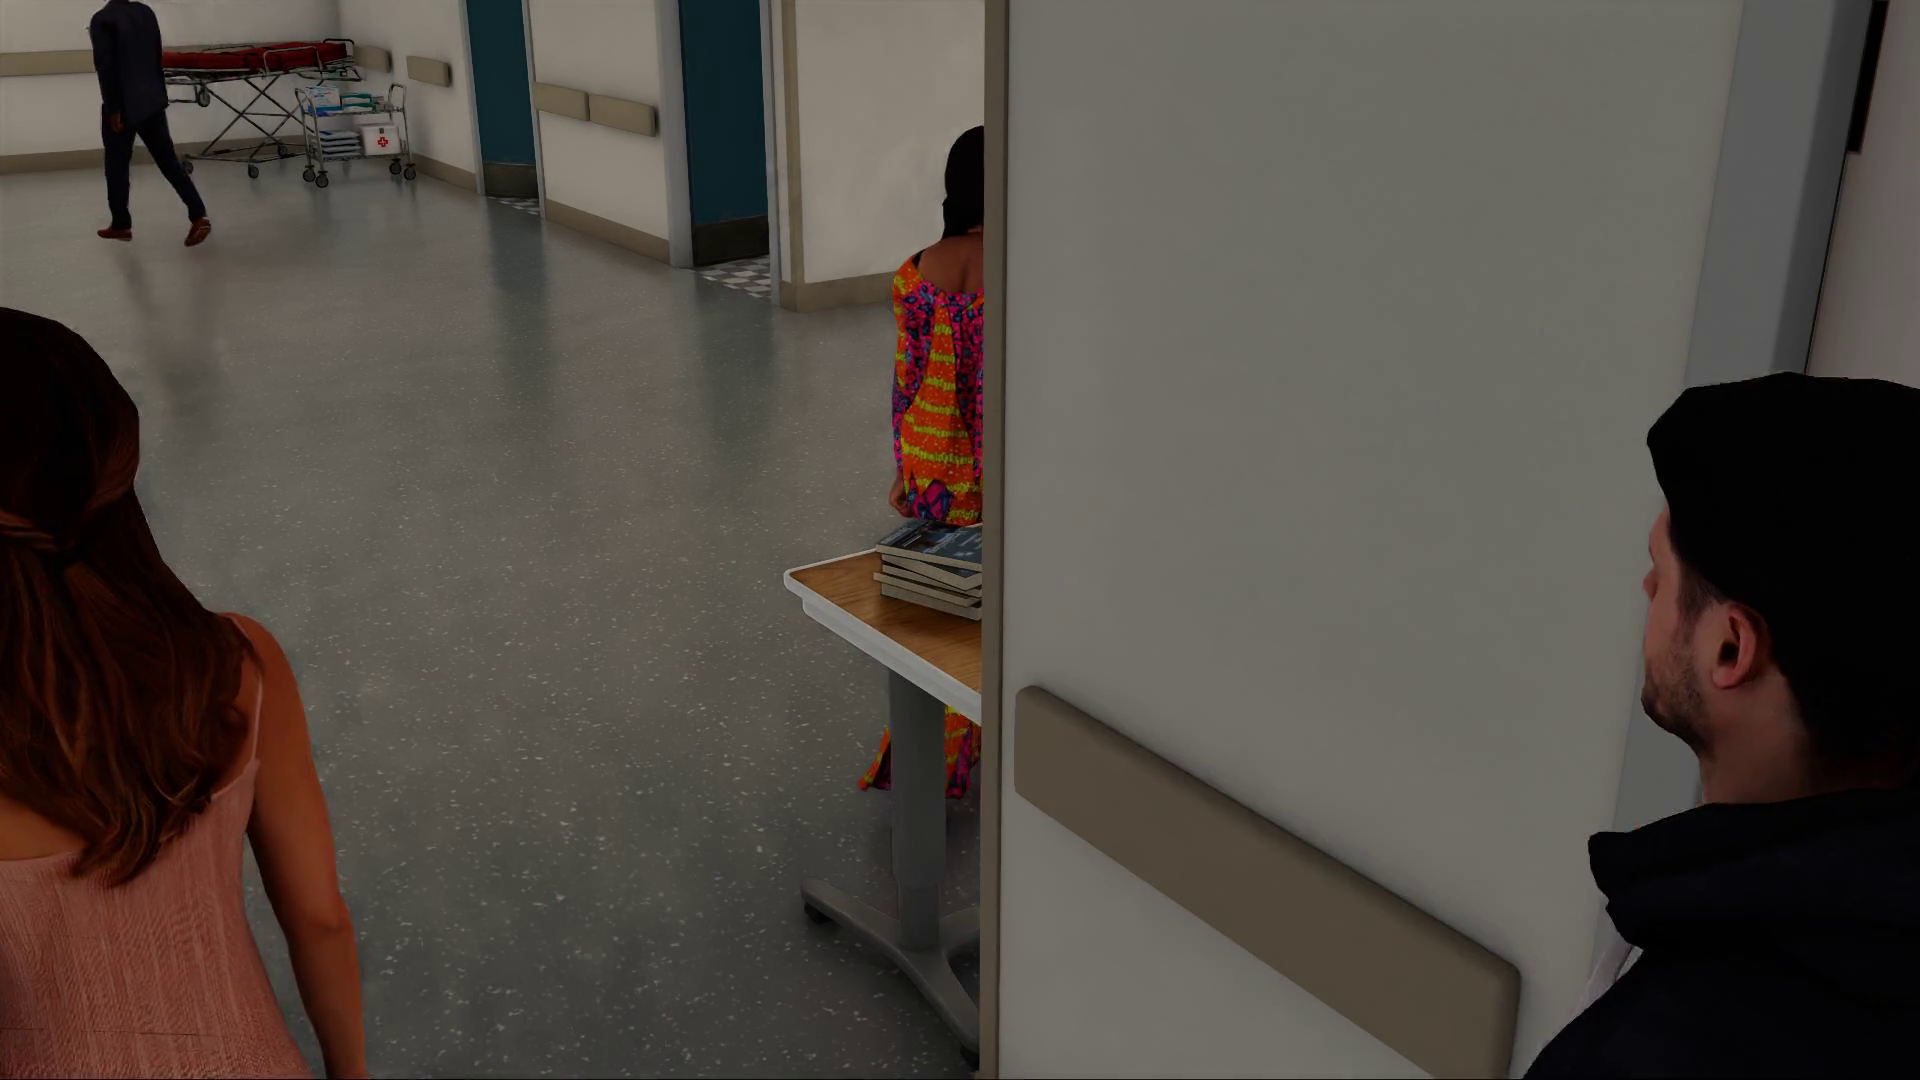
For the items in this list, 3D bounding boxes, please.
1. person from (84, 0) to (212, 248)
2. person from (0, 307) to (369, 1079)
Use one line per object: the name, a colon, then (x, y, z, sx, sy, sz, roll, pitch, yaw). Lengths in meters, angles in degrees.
person: (-5.311, -2.799, 10.851, 1.312, 1.798, 1.090, 9, 23, 23)
person: (-0.714, 0.694, 1.603, 1.043, 1.816, 0.766, 16, 26, 35)
